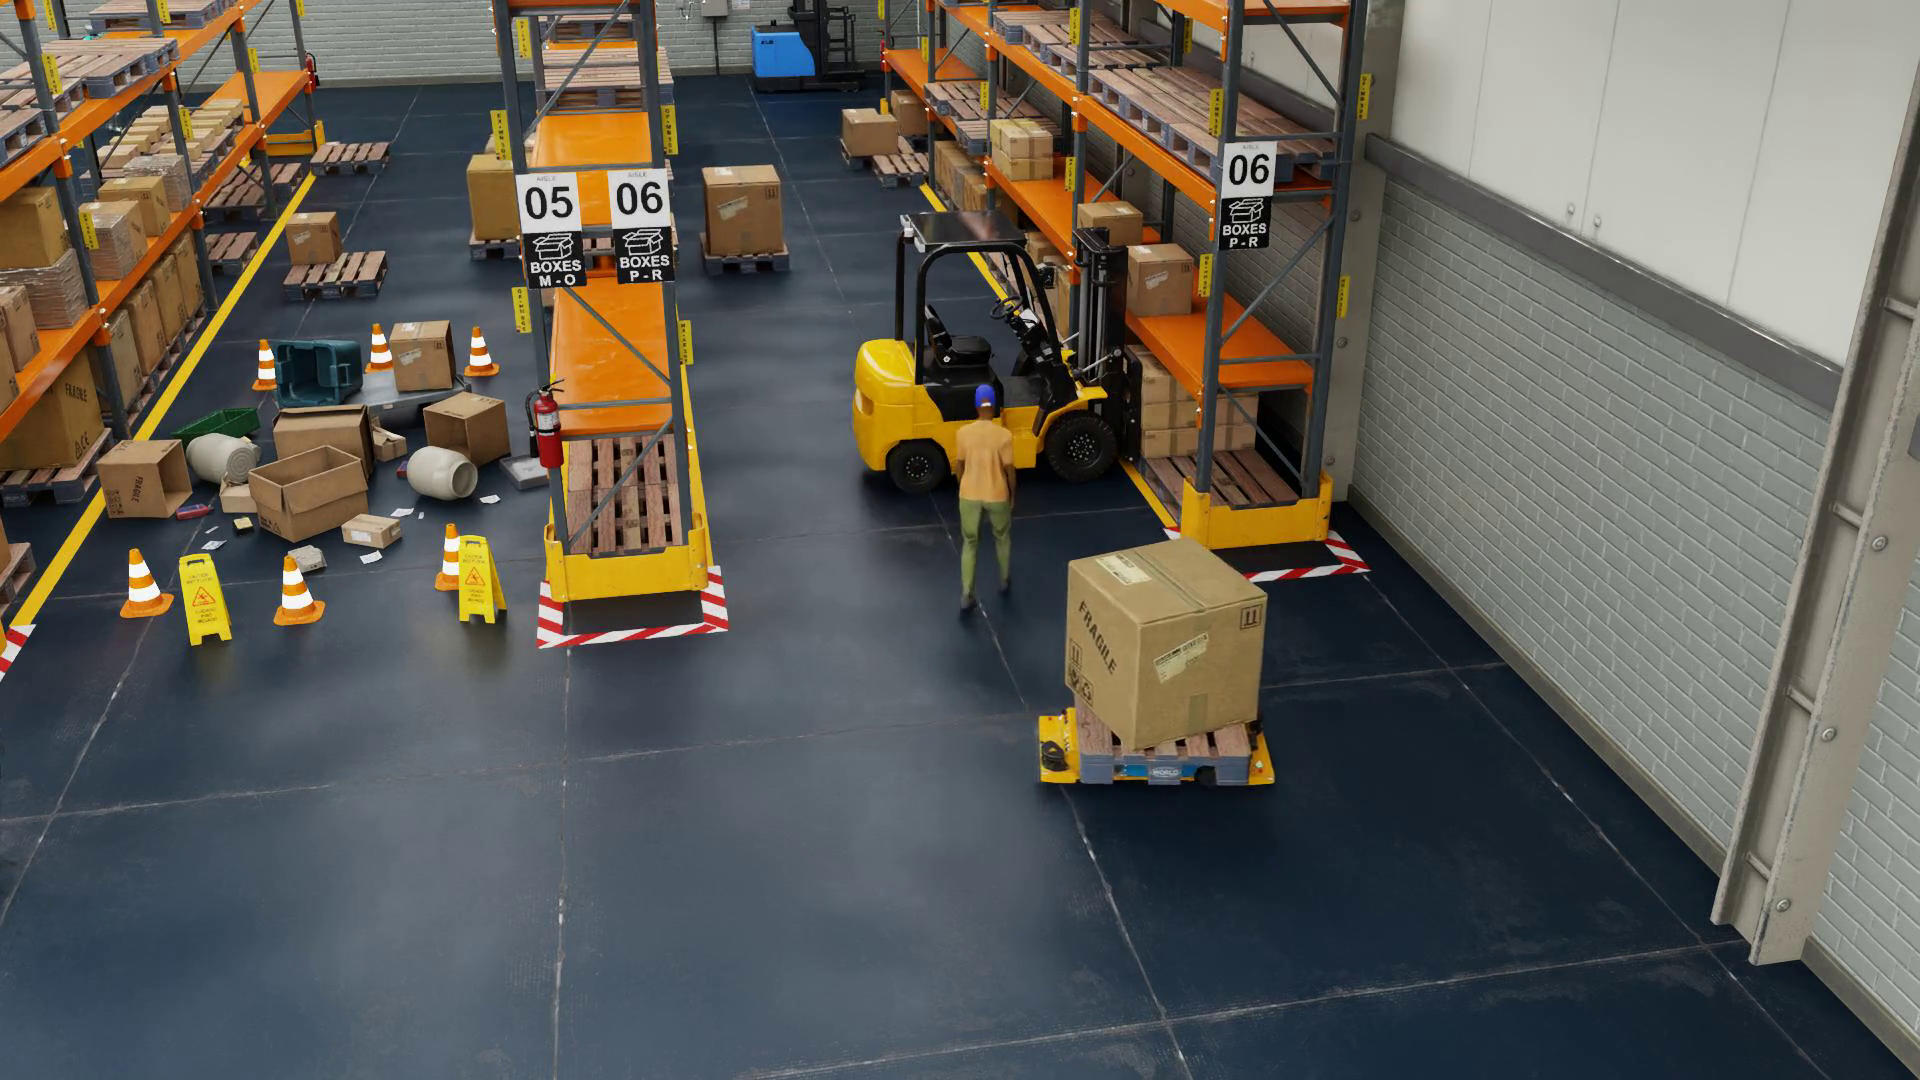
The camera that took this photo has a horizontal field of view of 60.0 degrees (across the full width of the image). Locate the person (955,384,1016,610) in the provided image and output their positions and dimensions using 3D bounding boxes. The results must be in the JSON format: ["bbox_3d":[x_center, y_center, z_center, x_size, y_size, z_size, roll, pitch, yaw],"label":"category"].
[{"bbox_3d":[0.183,-0.318,12.140,0.450,1.684,0.696,3,26,6],"label":"person"}]

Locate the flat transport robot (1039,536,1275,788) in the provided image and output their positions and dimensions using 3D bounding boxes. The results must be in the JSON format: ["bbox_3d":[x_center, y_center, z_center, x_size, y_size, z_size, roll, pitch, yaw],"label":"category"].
[{"bbox_3d":[1.217,1.282,10.458,1.431,0.231,0.659,1,26,1],"label":"flat transport robot"}]

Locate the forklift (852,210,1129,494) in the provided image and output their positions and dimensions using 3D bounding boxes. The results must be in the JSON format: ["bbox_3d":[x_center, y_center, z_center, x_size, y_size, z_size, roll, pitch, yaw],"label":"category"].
[{"bbox_3d":[0.216,-1.659,14.366,2.313,2.155,1.214,-5,26,-10],"label":"forklift"}]

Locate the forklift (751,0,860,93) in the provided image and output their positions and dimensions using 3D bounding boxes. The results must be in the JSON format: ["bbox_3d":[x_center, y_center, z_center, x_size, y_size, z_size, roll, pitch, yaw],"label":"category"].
[{"bbox_3d":[-2.872,-9.679,30.288,1.873,2.768,1.129,-5,26,-10],"label":"forklift"}]

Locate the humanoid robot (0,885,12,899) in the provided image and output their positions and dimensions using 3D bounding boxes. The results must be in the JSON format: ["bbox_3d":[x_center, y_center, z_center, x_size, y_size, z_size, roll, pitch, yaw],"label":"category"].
[{"bbox_3d":[-5.632,1.238,8.960,0.697,1.630,0.584,1,26,2],"label":"humanoid robot"}]

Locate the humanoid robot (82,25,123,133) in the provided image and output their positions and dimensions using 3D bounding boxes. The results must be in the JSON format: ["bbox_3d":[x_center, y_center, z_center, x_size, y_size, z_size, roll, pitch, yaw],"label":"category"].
[{"bbox_3d":[-13.737,-7.356,26.812,0.542,1.757,1.034,-22,33,-38],"label":"humanoid robot"}]
